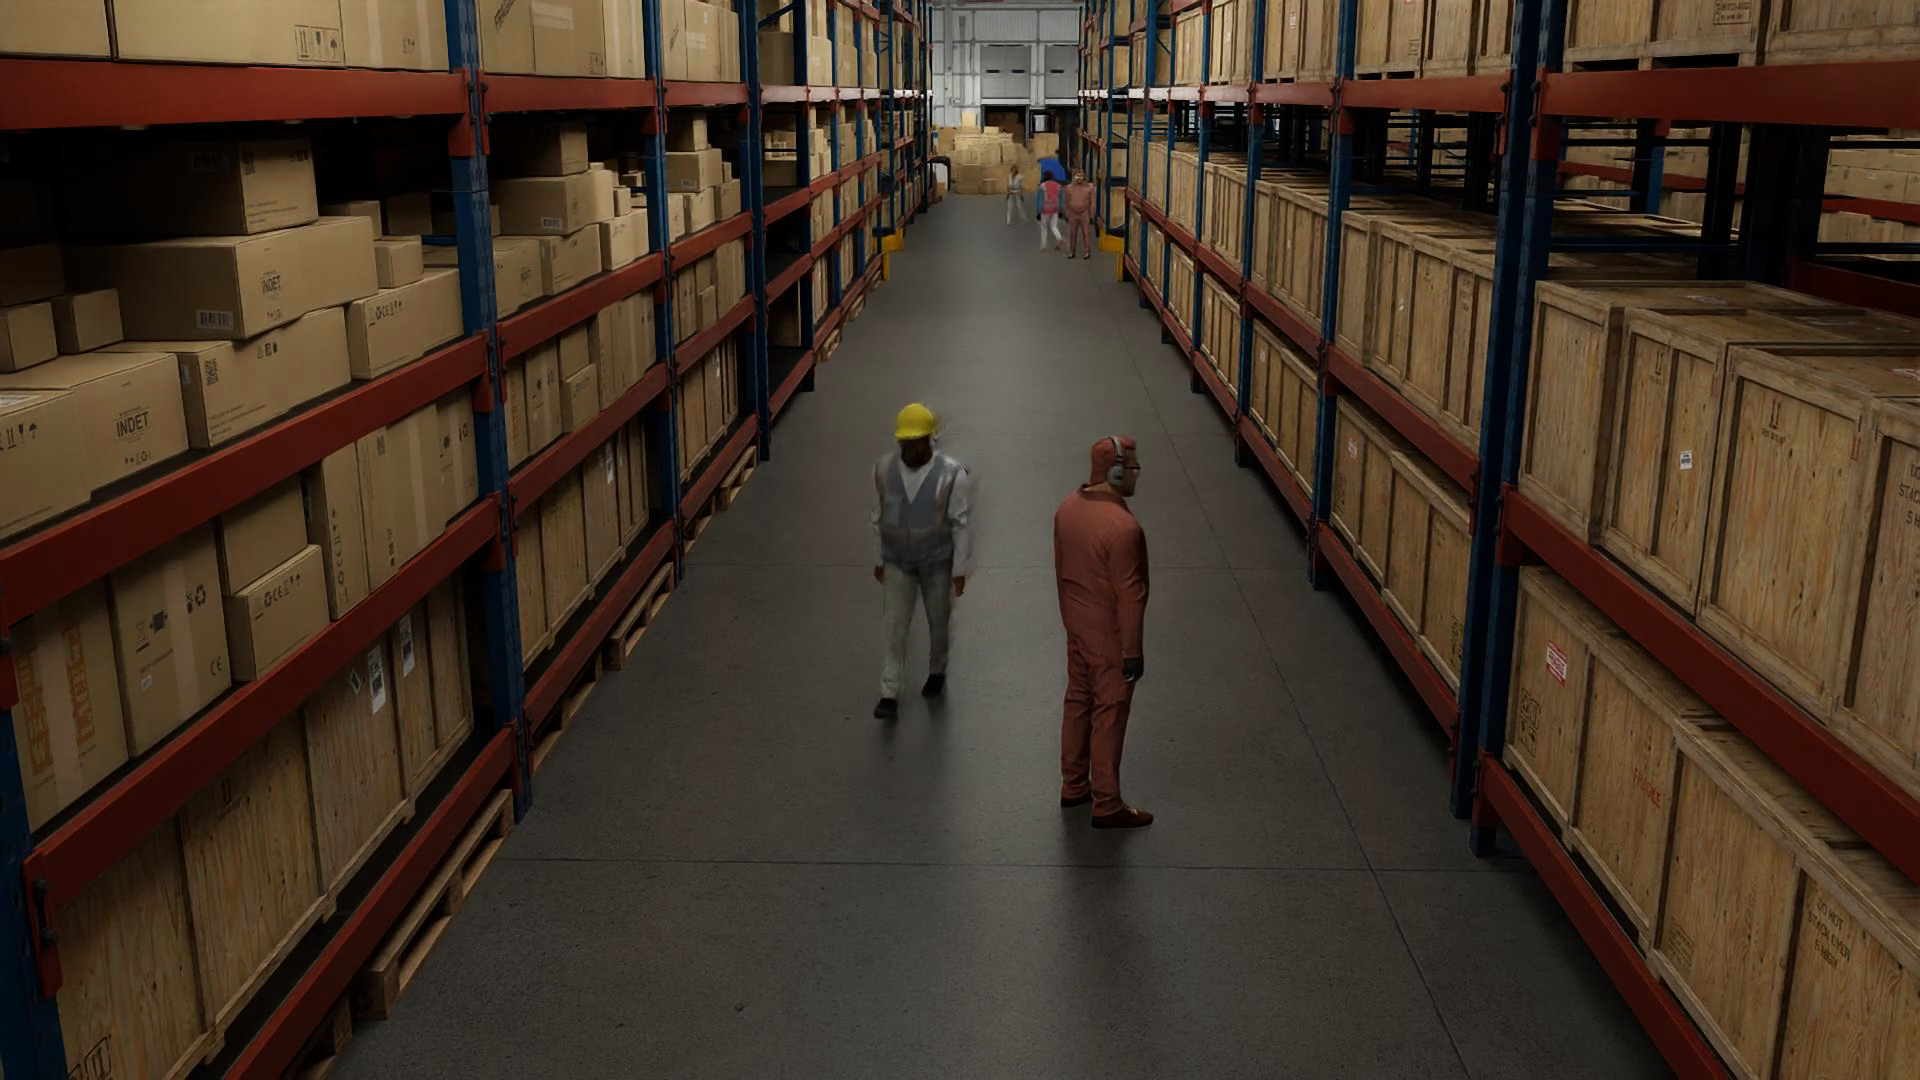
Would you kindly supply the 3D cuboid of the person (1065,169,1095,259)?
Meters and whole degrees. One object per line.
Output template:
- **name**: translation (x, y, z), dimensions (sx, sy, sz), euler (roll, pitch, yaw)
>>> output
- **person**: translation (2.556, -6.951, 35.530), dimensions (0.642, 1.899, 0.396), euler (5, 16, 17)

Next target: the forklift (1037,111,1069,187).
- **forklift**: translation (3.796, -14.537, 61.878), dimensions (1.873, 2.768, 1.129), euler (0, 15, 2)

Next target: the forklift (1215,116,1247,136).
- **forklift**: translation (7.890, -10.987, 48.669), dimensions (1.129, 2.768, 1.873), euler (0, 15, 2)

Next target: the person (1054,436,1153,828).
- **person**: translation (0.714, 0.438, 8.015), dimensions (0.403, 1.904, 0.651), euler (-7, 17, -25)

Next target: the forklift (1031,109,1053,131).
- **forklift**: translation (3.409, -16.577, 69.470), dimensions (1.129, 2.768, 1.873), euler (0, 15, 2)

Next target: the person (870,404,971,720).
- **person**: translation (-0.243, 0.120, 9.418), dimensions (0.621, 1.779, 0.915), euler (4, 15, 13)

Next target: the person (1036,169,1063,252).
- **person**: translation (1.998, -7.304, 36.970), dimensions (0.653, 1.824, 0.547), euler (-8, 17, -26)

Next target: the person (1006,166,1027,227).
- **person**: translation (1.499, -9.179, 44.375), dimensions (0.556, 1.601, 0.777), euler (7, 17, 25)

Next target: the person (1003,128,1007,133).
- **person**: translation (2.418, -21.963, 91.907), dimensions (0.677, 1.620, 0.521), euler (-1, 15, -4)

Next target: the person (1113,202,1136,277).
- **person**: translation (3.506, -6.008, 31.932), dimensions (1.003, 1.952, 0.621), euler (1, 15, 3)
